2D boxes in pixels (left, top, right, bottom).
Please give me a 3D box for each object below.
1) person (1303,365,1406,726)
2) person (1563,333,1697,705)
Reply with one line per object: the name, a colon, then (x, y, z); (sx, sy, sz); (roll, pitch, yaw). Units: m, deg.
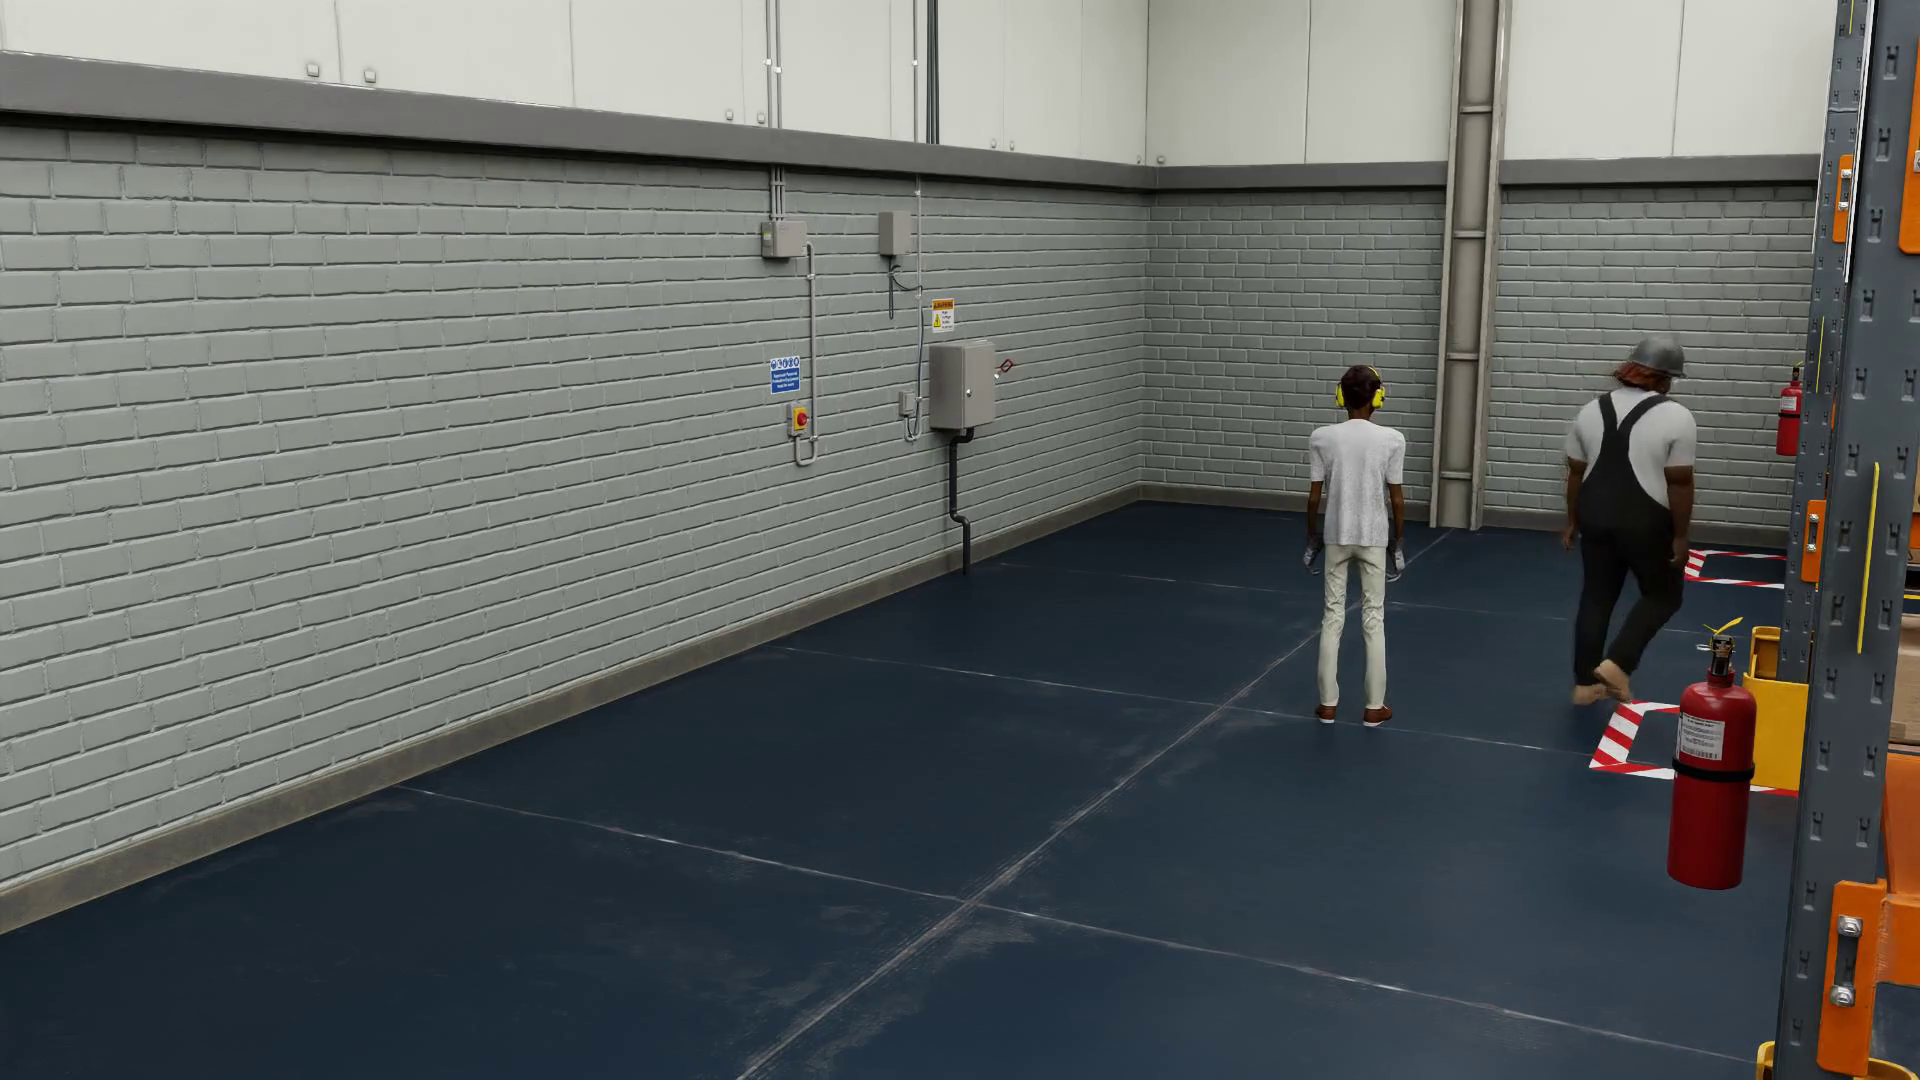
person: (2.031, 0.031, 8.559); (0.514, 1.865, 0.329); (4, 11, 19)
person: (3.557, -0.103, 8.806); (0.545, 2.000, 0.760); (-7, 13, -34)
